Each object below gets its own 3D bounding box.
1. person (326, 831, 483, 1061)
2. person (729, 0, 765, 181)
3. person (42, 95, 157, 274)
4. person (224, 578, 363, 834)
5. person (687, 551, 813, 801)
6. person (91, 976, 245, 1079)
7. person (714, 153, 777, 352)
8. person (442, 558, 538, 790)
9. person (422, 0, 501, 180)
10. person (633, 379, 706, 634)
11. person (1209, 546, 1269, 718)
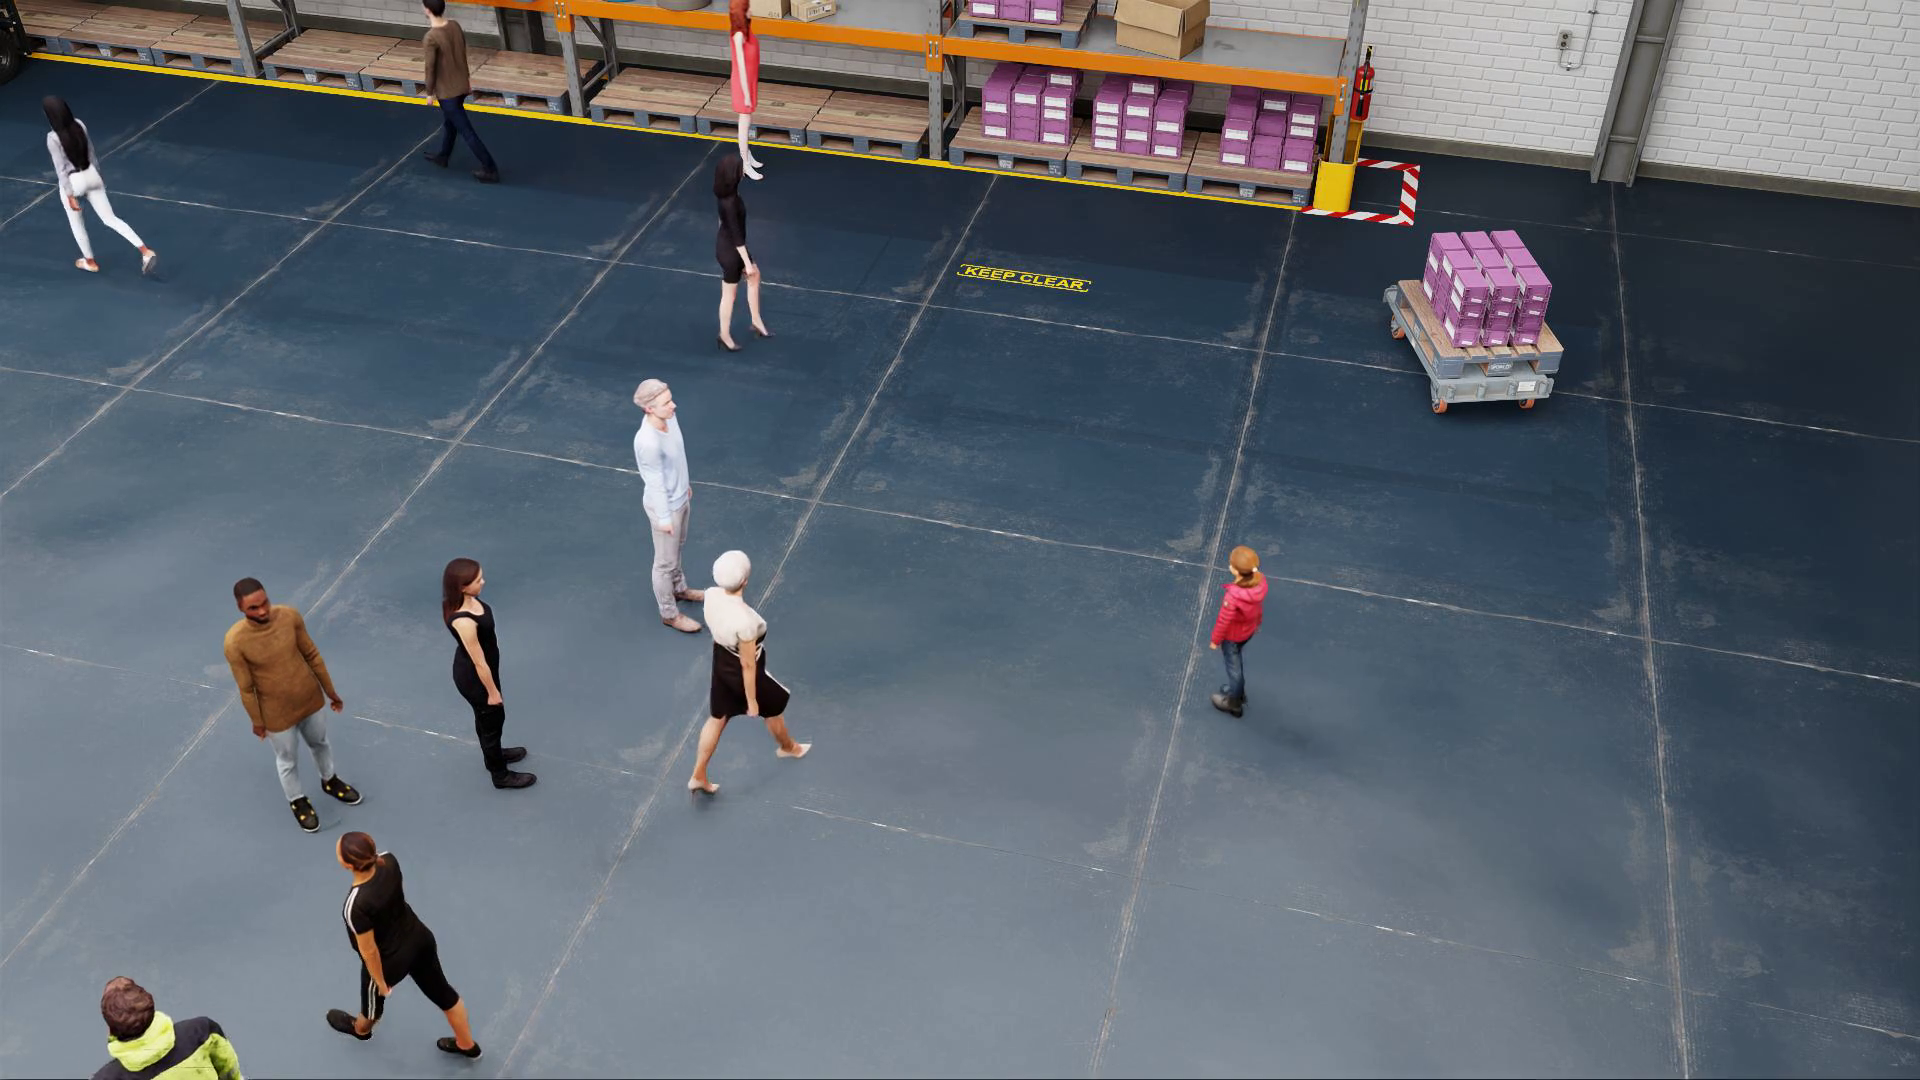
[{"bbox_3d":[-2.743,2.070,8.301,1.077,1.631,0.662,13,40,15],"label":"person"},{"bbox_3d":[-2.111,-4.452,16.310,0.604,1.826,0.642,-1,39,-1],"label":"person"},{"bbox_3d":[-7.680,-3.097,14.719,1.156,1.695,0.719,15,41,18],"label":"person"},{"bbox_3d":[-3.874,0.916,9.598,0.682,1.815,0.708,28,46,30],"label":"person"},{"bbox_3d":[-1.384,0.857,9.761,1.074,1.705,1.121,-29,47,-31],"label":"person"},{"bbox_3d":[-3.355,2.674,7.274,0.939,1.969,0.949,-32,48,-34],"label":"person"},{"bbox_3d":[-1.957,-2.321,13.677,0.866,1.784,0.791,-6,39,-8],"label":"person"},{"bbox_3d":[-2.842,0.791,9.856,0.724,1.687,0.684,-14,41,-17],"label":"person"},{"bbox_3d":[-4.877,-4.354,16.178,1.160,1.839,0.719,13,40,15],"label":"person"},{"bbox_3d":[-1.938,-0.252,10.998,0.609,1.894,0.686,5,39,6],"label":"person"},{"bbox_3d":[1.794,0.605,10.392,0.637,1.310,0.613,31,48,33],"label":"person"}]
